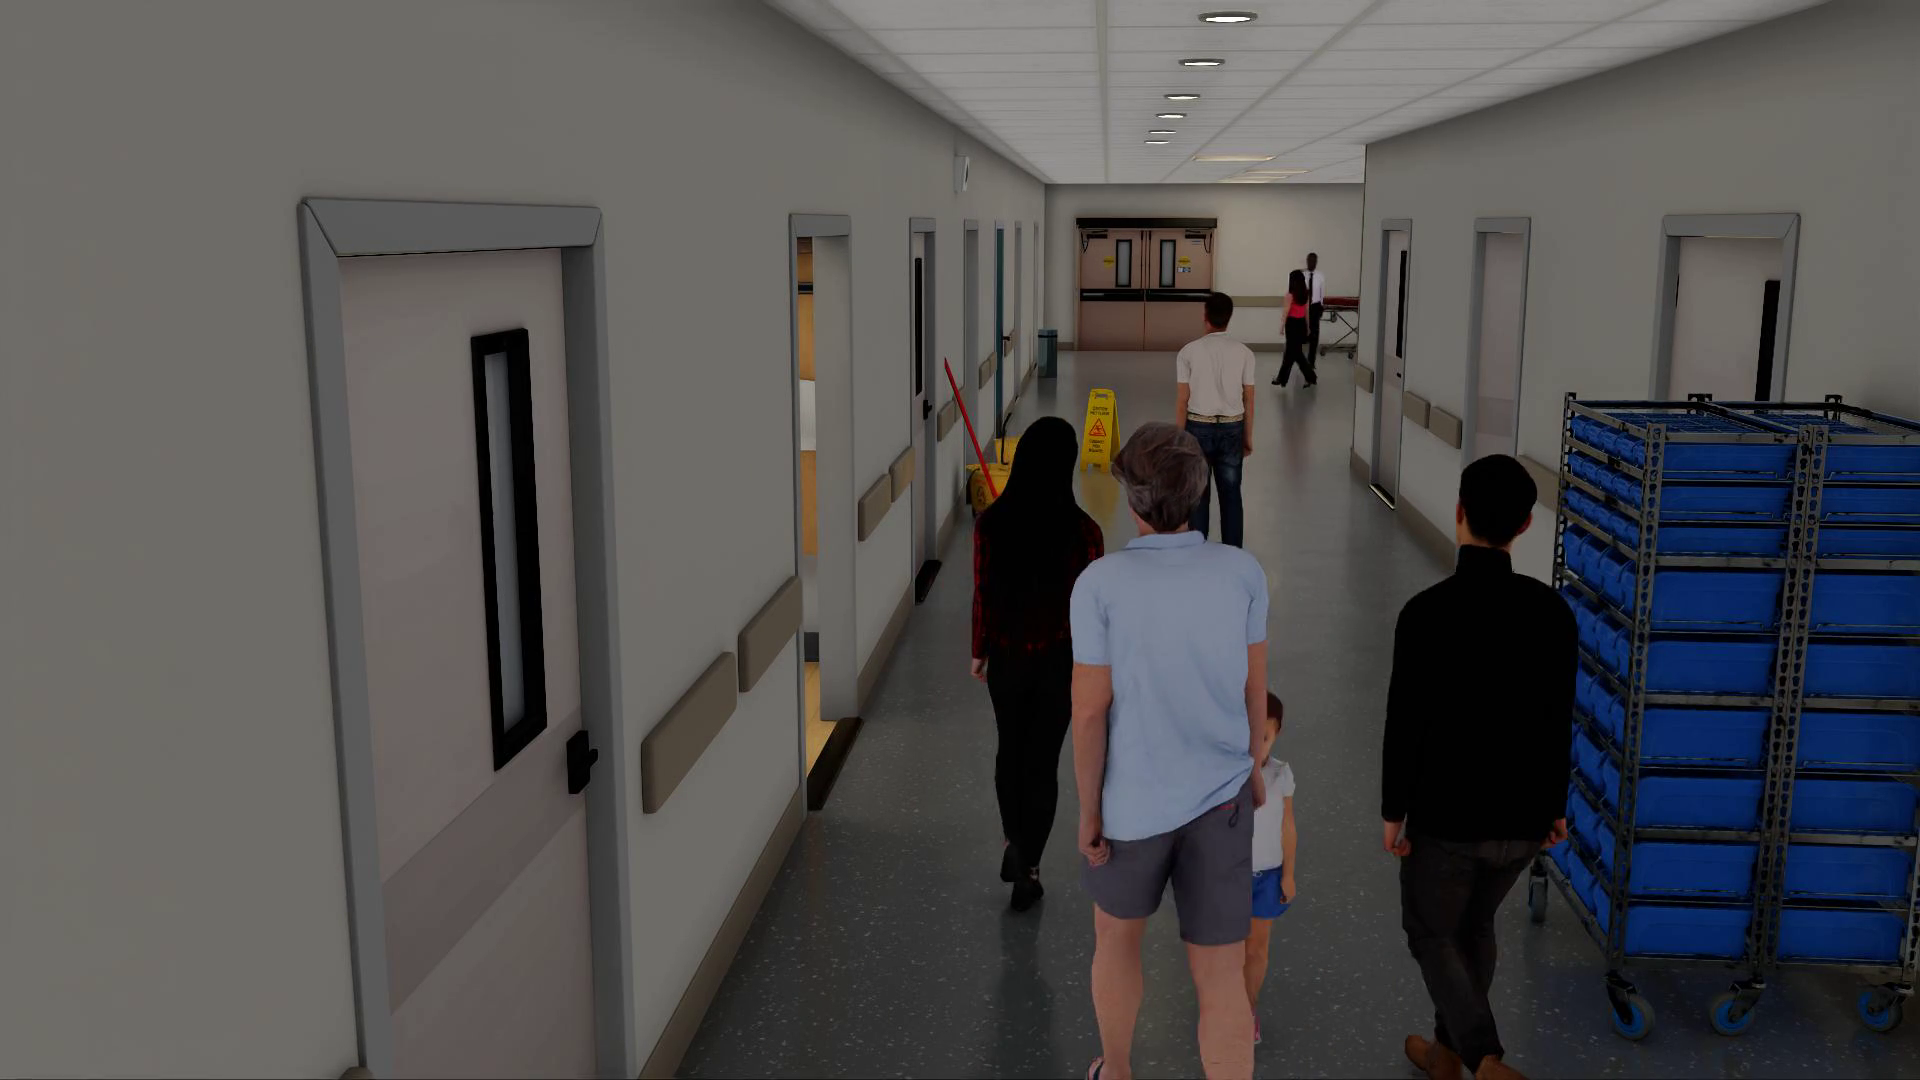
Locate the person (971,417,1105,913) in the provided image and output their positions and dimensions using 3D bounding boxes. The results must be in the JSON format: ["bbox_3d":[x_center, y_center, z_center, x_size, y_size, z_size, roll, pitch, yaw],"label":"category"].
[{"bbox_3d":[0.234,0.437,5.441,0.625,1.643,0.582,2,11,13],"label":"person"}]

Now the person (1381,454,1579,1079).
[{"bbox_3d":[1.303,0.669,4.085,0.863,1.694,1.062,-3,11,-14],"label":"person"}]

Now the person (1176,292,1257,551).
[{"bbox_3d":[1.620,-0.653,10.613,0.687,1.856,0.599,0,11,-1],"label":"person"}]

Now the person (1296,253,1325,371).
[{"bbox_3d":[5.470,-3.574,26.197,0.661,1.787,1.238,1,11,5],"label":"person"}]

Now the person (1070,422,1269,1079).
[{"bbox_3d":[0.516,0.659,3.837,0.757,1.806,1.175,0,11,-1],"label":"person"}]

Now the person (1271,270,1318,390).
[{"bbox_3d":[4.662,-2.851,22.827,1.063,1.621,1.123,-9,14,-39],"label":"person"}]
